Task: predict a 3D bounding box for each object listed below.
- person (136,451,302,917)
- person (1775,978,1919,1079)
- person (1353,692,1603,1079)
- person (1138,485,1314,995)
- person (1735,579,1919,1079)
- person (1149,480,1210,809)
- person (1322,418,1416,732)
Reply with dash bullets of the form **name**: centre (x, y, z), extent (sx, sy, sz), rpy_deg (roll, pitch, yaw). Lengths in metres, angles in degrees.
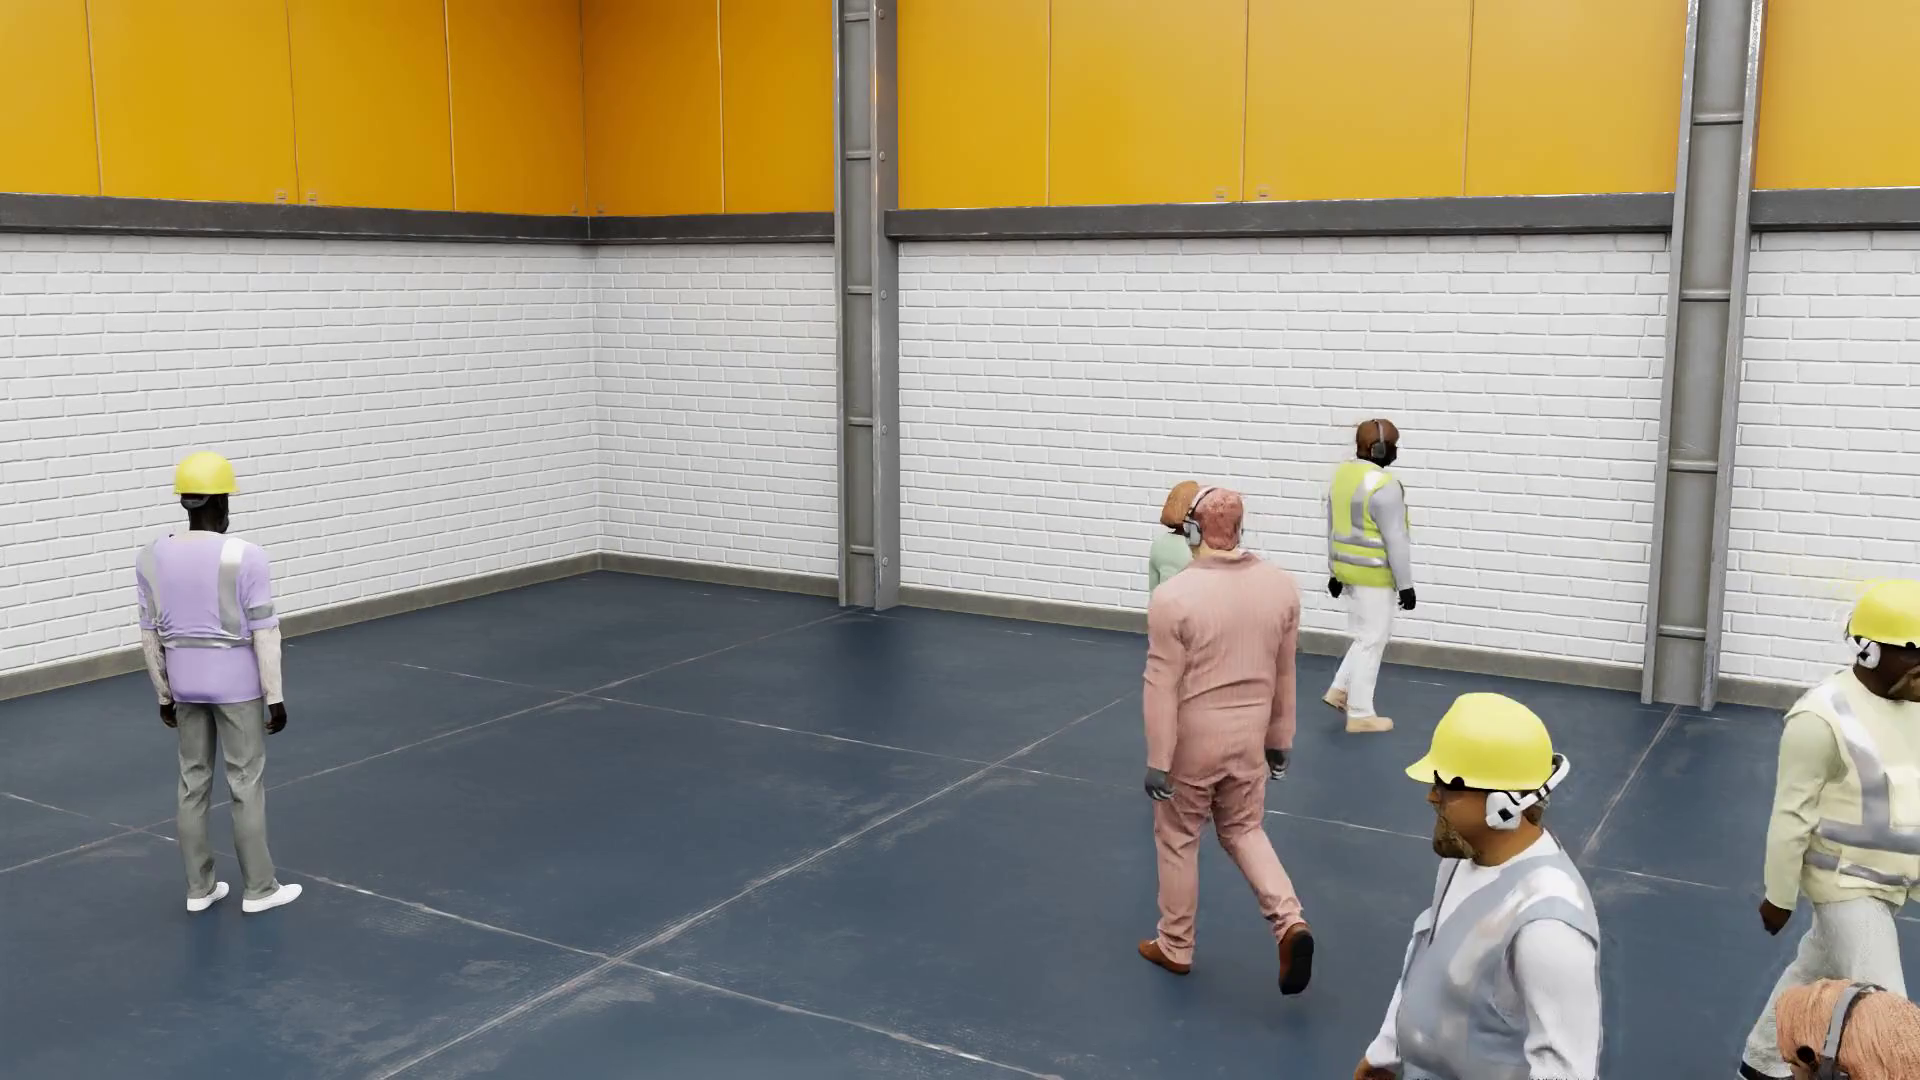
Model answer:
- **person**: centre (-3.053, 0.597, 6.846), extent (0.585, 1.929, 0.364), rpy_deg (1, 9, 7)
- **person**: centre (1.396, 1.461, 2.491), extent (0.522, 1.608, 0.806), rpy_deg (-8, 12, -40)
- **person**: centre (1.007, 1.196, 3.520), extent (0.895, 1.788, 0.593), rpy_deg (2, 9, 9)
- **person**: centre (0.965, 0.742, 6.091), extent (0.653, 1.886, 0.734), rpy_deg (-5, 10, -27)
- **person**: centre (2.700, 0.984, 4.894), extent (0.591, 1.777, 0.952), rpy_deg (-5, 10, -29)
- **person**: centre (1.124, 0.517, 8.251), extent (0.286, 1.636, 0.498), rpy_deg (-6, 11, -31)
- **person**: centre (2.372, 0.214, 9.556), extent (0.449, 1.828, 0.629), rpy_deg (-1, 9, -9)
